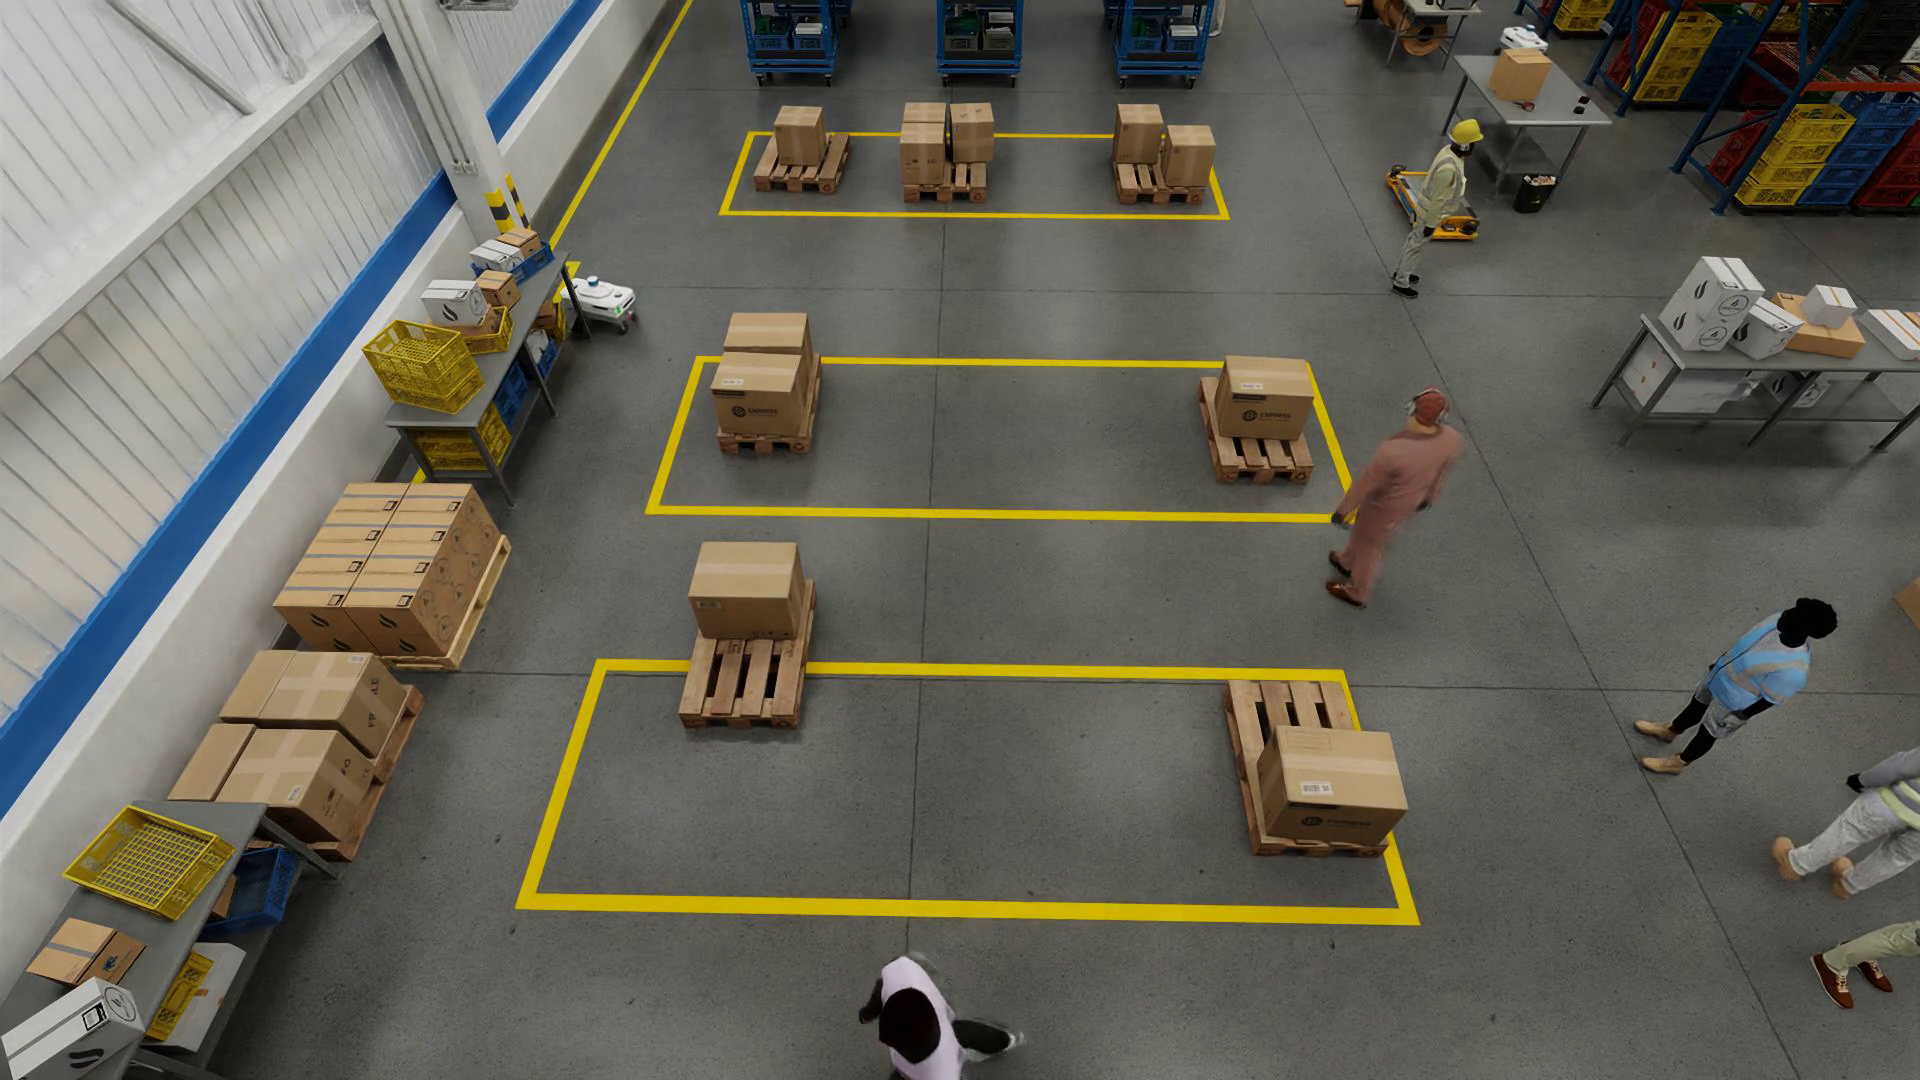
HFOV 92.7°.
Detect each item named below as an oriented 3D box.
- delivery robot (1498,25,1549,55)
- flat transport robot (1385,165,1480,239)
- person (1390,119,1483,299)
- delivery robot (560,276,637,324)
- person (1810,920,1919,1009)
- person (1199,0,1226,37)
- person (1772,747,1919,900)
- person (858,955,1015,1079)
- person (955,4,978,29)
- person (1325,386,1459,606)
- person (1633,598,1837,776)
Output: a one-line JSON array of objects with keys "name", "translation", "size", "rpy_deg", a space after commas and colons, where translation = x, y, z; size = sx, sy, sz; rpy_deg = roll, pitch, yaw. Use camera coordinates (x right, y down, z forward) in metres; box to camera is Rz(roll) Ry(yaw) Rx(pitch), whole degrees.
[{"name": "delivery robot", "translation": [8.415, -7.415, 13.684], "size": [0.477, 0.478, 0.707], "rpy_deg": [-10, 50, -8]}, {"name": "flat transport robot", "translation": [5.692, -4.094, 11.059], "size": [0.652, 0.197, 1.431], "rpy_deg": [1, 49, 1]}, {"name": "person", "translation": [4.885, -3.395, 9.425], "size": [0.404, 1.836, 0.597], "rpy_deg": [17, 51, 14]}, {"name": "delivery robot", "translation": [-3.703, -2.473, 9.409], "size": [0.707, 0.478, 0.477], "rpy_deg": [13, 50, 11]}, {"name": "person", "translation": [5.284, 1.977, 4.754], "size": [0.536, 1.869, 0.314], "rpy_deg": [-12, 50, -10]}, {"name": "person", "translation": [4.005, -8.698, 14.151], "size": [0.311, 1.632, 0.517], "rpy_deg": [-26, 54, -20]}, {"name": "person", "translation": [5.460, 1.502, 5.190], "size": [0.637, 1.836, 0.430], "rpy_deg": [22, 53, 18]}, {"name": "person", "translation": [-0.141, 2.414, 4.380], "size": [1.018, 1.873, 0.597], "rpy_deg": [-15, 51, -13]}, {"name": "person", "translation": [0.061, -8.461, 13.707], "size": [0.612, 1.995, 0.382], "rpy_deg": [31, 56, 24]}, {"name": "person", "translation": [3.094, -0.304, 6.730], "size": [0.758, 1.859, 0.656], "rpy_deg": [-20, 52, -16]}, {"name": "person", "translation": [4.861, 0.935, 5.768], "size": [0.317, 1.695, 0.540], "rpy_deg": [14, 51, 12]}]
